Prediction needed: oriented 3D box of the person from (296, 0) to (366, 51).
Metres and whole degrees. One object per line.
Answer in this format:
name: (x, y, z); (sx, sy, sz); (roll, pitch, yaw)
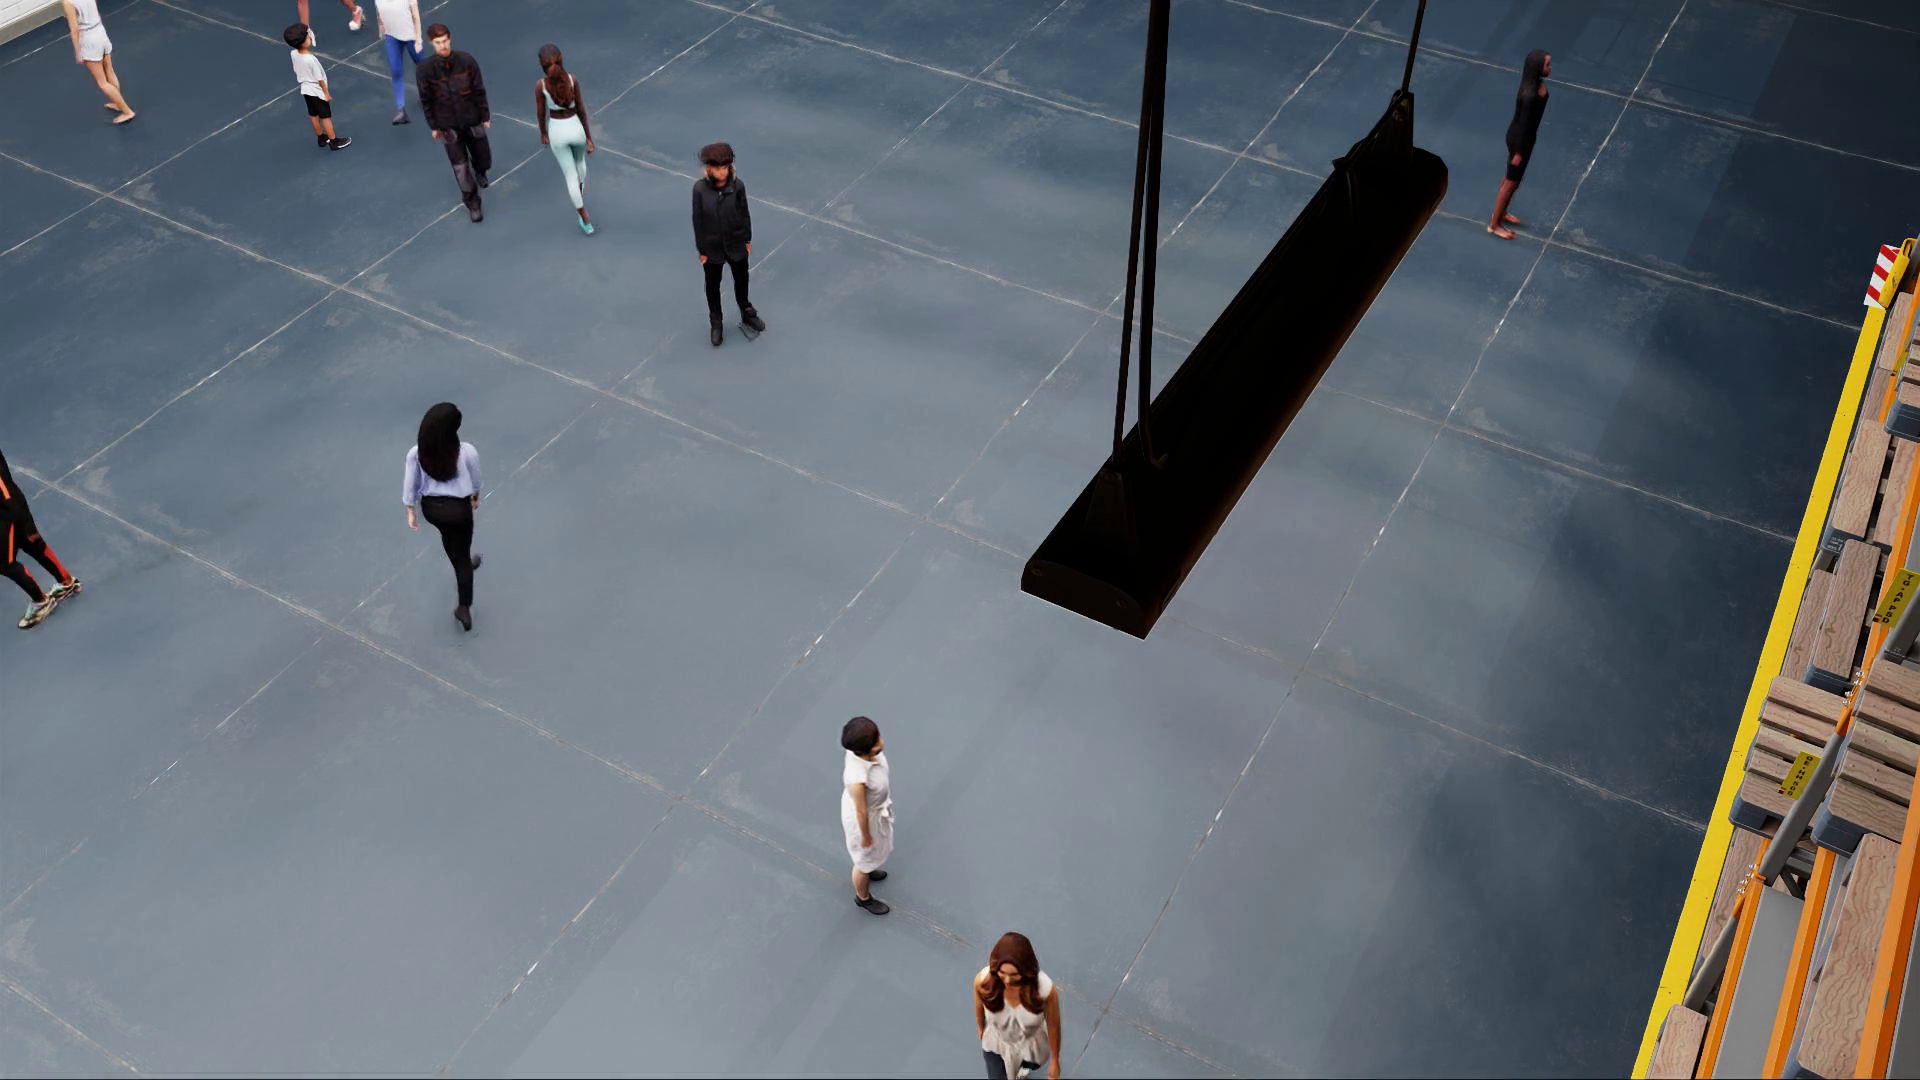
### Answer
person: (-6.655, -5.999, 17.255); (0.686, 1.747, 1.098); (30, 51, 28)

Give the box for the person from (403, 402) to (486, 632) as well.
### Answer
person: (-3.432, -0.117, 11.117); (0.964, 1.697, 1.061); (-11, 45, -11)

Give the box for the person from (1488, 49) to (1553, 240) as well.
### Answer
person: (4.923, -3.519, 14.671); (0.703, 1.720, 0.502); (18, 47, 18)

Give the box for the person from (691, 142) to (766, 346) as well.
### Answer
person: (-1.938, -2.423, 13.482); (0.717, 1.773, 0.801); (-12, 45, -12)

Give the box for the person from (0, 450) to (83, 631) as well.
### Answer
person: (-6.322, -0.236, 11.174); (0.745, 1.791, 0.807); (34, 53, 31)

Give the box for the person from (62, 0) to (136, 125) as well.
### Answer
person: (-8.410, -4.846, 16.143); (0.820, 1.612, 0.754); (11, 45, 12)

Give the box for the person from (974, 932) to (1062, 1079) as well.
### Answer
person: (0.304, 2.453, 8.383); (0.922, 1.747, 1.217); (4, 44, 4)

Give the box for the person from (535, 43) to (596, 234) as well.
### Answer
person: (-3.440, -3.487, 14.659); (1.030, 1.690, 1.028); (-14, 45, -14)

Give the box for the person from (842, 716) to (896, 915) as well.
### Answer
person: (-0.541, 1.548, 9.472); (0.702, 1.555, 0.607); (-1, 44, -1)

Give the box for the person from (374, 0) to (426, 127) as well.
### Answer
person: (-5.380, -4.919, 16.211); (1.004, 1.624, 1.231); (4, 44, 5)

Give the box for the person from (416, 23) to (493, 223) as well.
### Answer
person: (-4.483, -3.775, 14.865); (1.036, 1.823, 1.075); (-15, 46, -15)

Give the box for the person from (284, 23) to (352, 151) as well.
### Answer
person: (-6.164, -4.317, 15.842); (0.480, 1.261, 0.489); (22, 48, 22)
